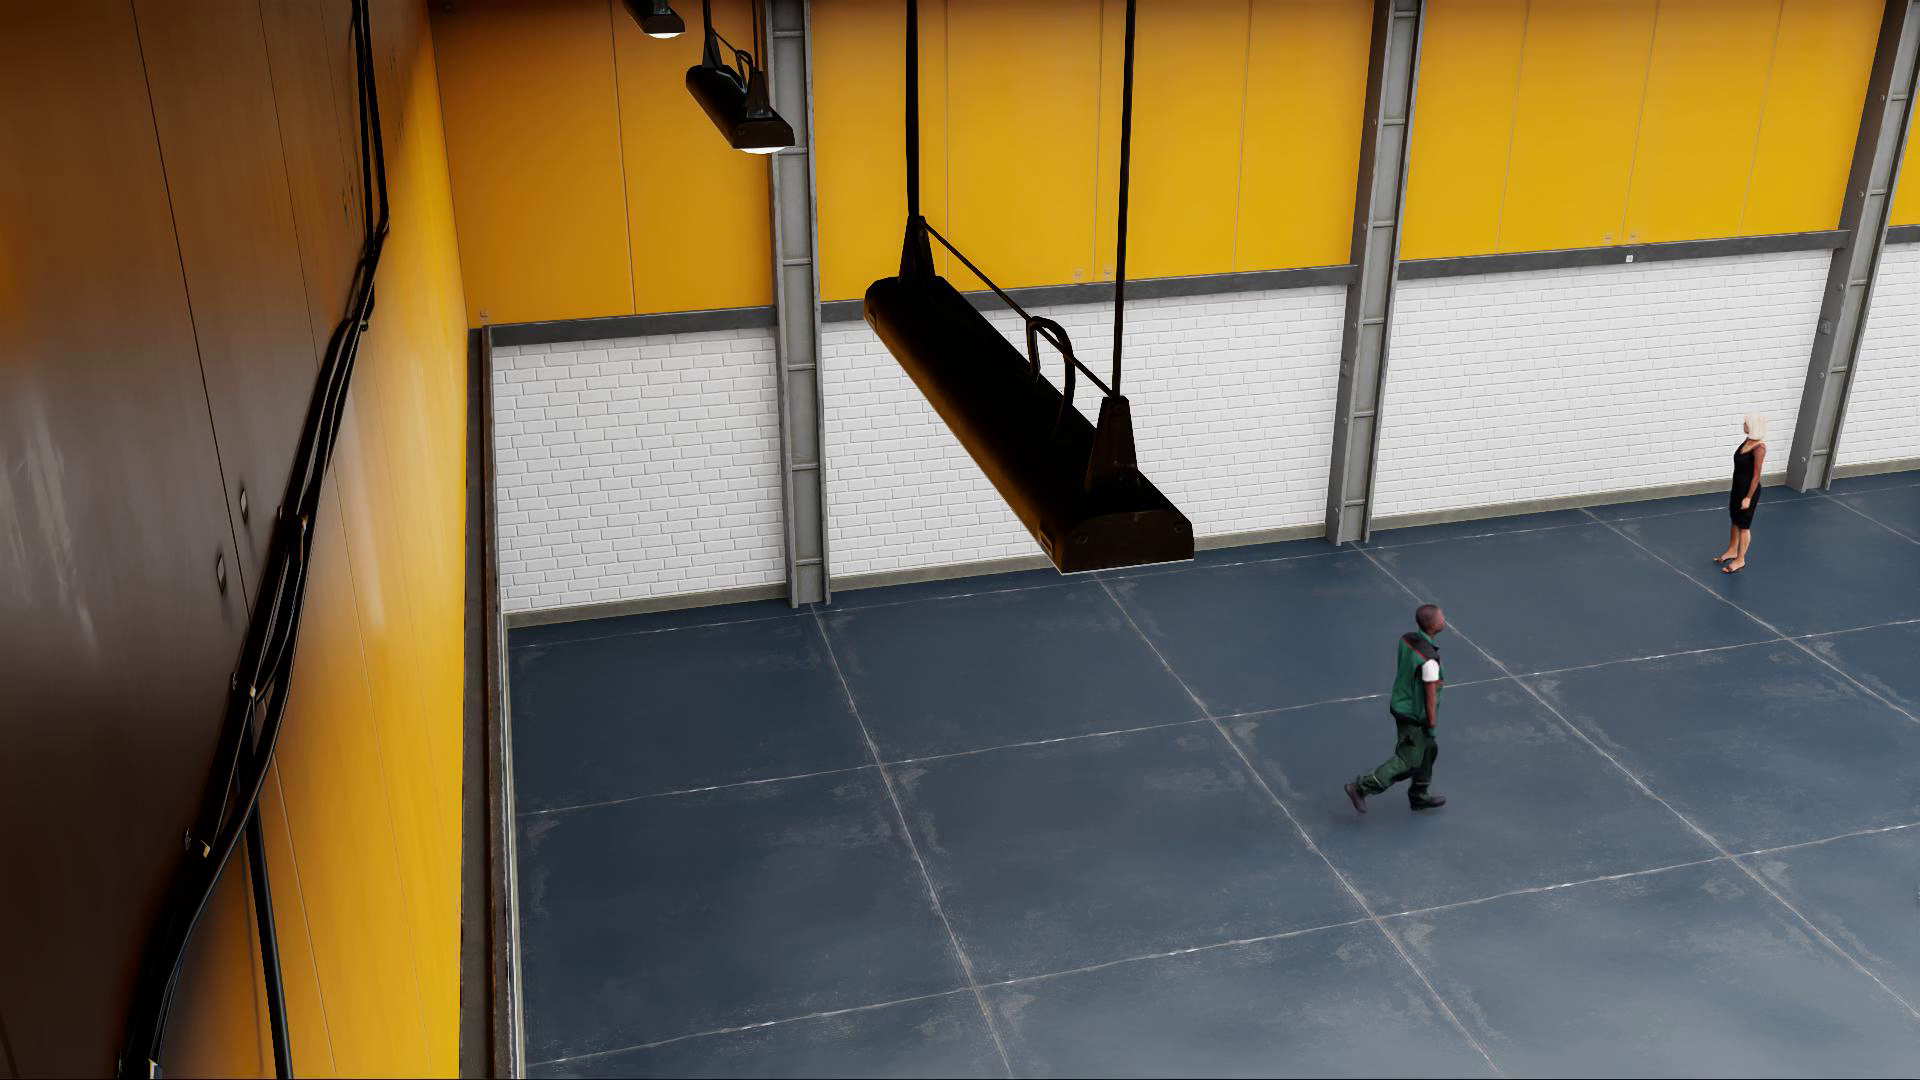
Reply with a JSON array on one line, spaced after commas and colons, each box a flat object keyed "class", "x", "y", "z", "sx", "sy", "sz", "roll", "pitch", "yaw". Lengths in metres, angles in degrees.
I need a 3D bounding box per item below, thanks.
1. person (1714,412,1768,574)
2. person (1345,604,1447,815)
[{"class": "person", "x": 8.153, "y": -0.500, "z": 17.249, "sx": 0.644, "sy": 1.744, "sz": 0.658, "roll": 3, "pitch": 24, "yaw": 7}, {"class": "person", "x": 3.453, "y": 1.361, "z": 12.902, "sx": 1.159, "sy": 1.816, "sz": 0.816, "roll": -2, "pitch": 24, "yaw": -4}]
